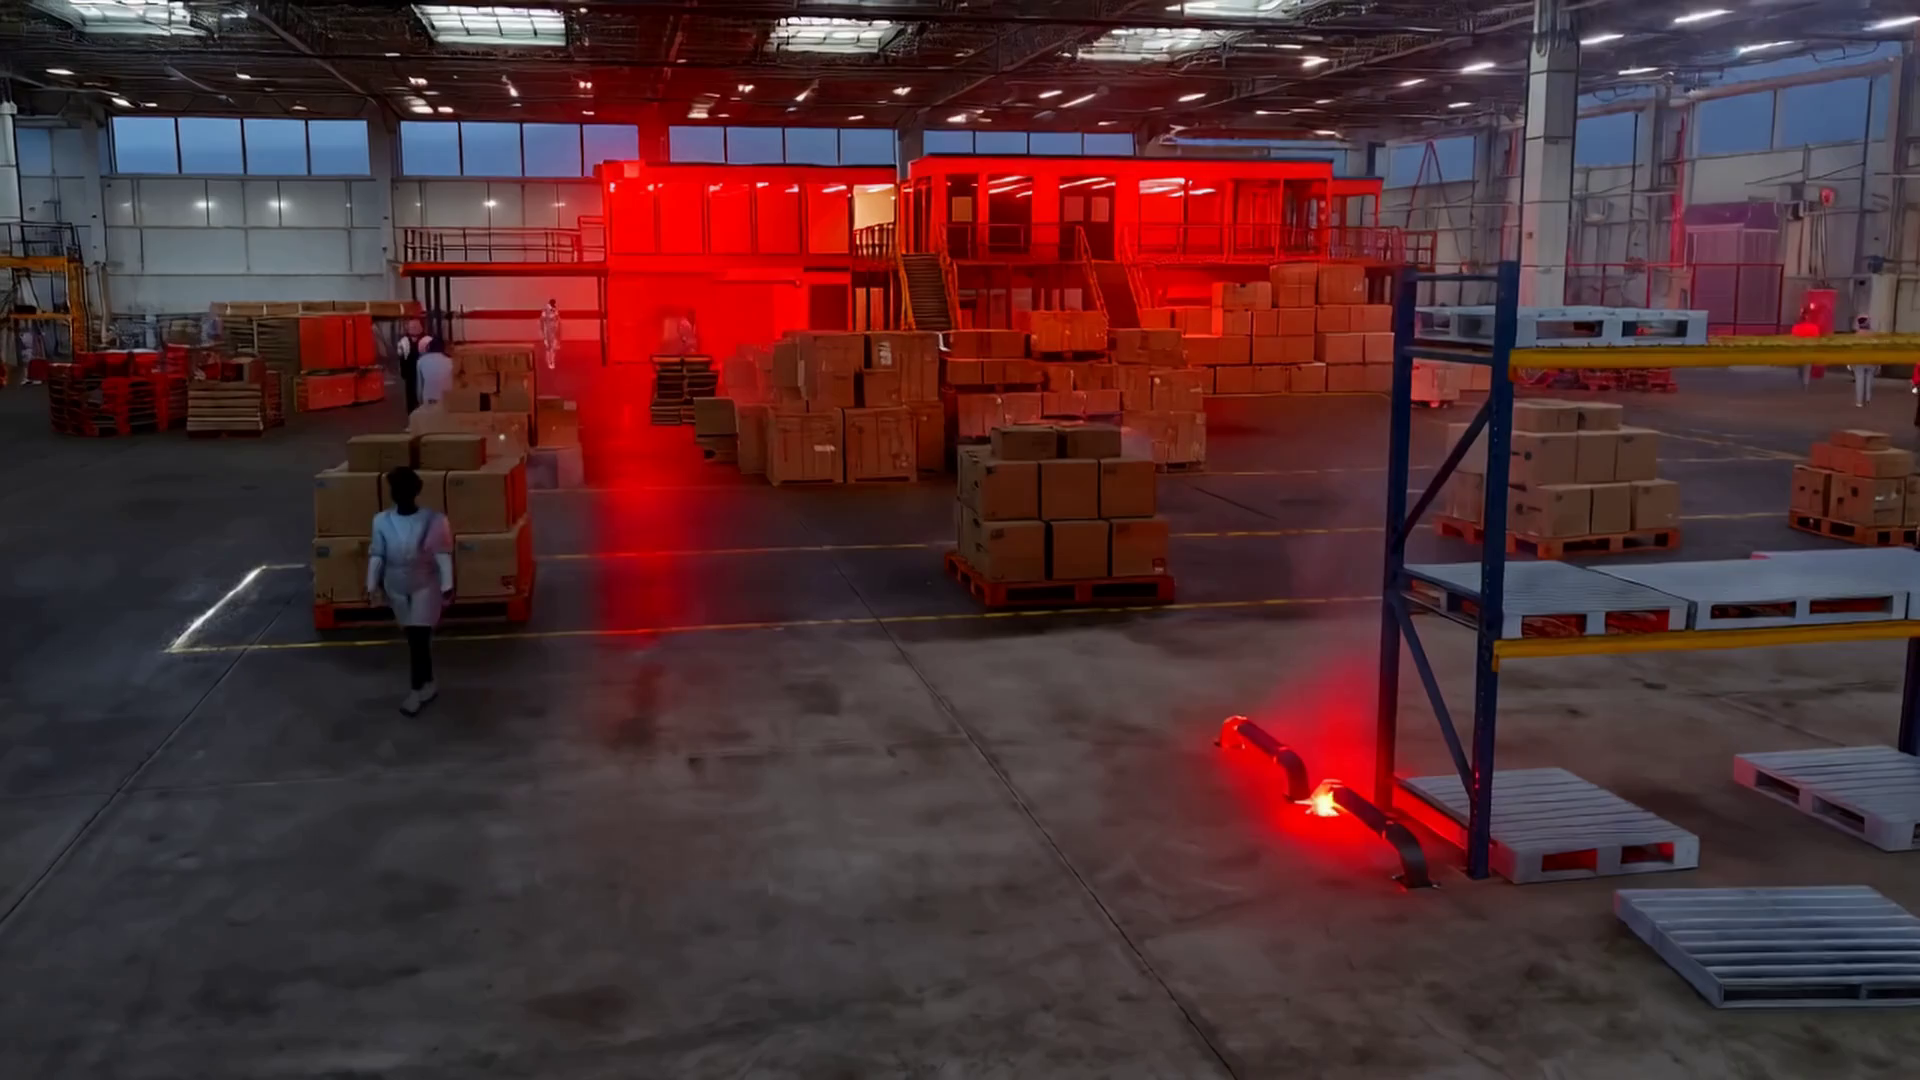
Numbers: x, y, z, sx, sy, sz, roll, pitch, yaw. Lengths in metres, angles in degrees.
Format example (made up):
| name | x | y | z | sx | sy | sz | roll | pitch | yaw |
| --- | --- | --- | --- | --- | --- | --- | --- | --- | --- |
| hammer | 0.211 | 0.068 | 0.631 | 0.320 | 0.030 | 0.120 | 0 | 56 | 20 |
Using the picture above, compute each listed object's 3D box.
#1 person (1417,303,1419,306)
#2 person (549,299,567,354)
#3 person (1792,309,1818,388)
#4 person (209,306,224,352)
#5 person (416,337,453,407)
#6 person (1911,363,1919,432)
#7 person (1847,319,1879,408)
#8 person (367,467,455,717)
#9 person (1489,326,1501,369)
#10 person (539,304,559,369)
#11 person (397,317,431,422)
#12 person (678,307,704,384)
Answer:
| name | x | y | z | sx | sy | sz | roll | pitch | yaw |
| --- | --- | --- | --- | --- | --- | --- | --- | --- | --- |
| person | 17.796 | -8.686 | 65.412 | 0.408 | 1.942 | 0.616 | 9 | 13 | 43 |
| person | -14.013 | -7.402 | 57.724 | 0.758 | 1.902 | 0.600 | 6 | 11 | 35 |
| person | 21.164 | -4.797 | 41.703 | 0.629 | 1.942 | 0.978 | 4 | 10 | 22 |
| person | -22.682 | -6.238 | 50.870 | 0.967 | 1.815 | 0.646 | -3 | 10 | -19 |
| person | -8.369 | -2.262 | 26.389 | 0.638 | 1.914 | 0.854 | 2 | 10 | 13 |
| person | 17.748 | -2.888 | 30.416 | 0.633 | 1.817 | 0.658 | 6 | 11 | 35 |
| person | 19.313 | -3.768 | 35.584 | 0.583 | 1.901 | 0.596 | 2 | 10 | 14 |
| person | -3.726 | 0.353 | 11.143 | 0.554 | 1.659 | 0.797 | 2 | 9 | 10 |
| person | 15.115 | -5.629 | 46.854 | 0.397 | 1.922 | 0.547 | -9 | 13 | -44 |
| person | -12.142 | -6.007 | 49.152 | 0.581 | 1.917 | 0.474 | -4 | 10 | -24 |
| person | -10.560 | -3.315 | 32.381 | 0.685 | 2.000 | 0.535 | -2 | 10 | -12 |
| person | -6.838 | -4.891 | 42.133 | 1.030 | 2.004 | 0.633 | 6 | 11 | 33 |
